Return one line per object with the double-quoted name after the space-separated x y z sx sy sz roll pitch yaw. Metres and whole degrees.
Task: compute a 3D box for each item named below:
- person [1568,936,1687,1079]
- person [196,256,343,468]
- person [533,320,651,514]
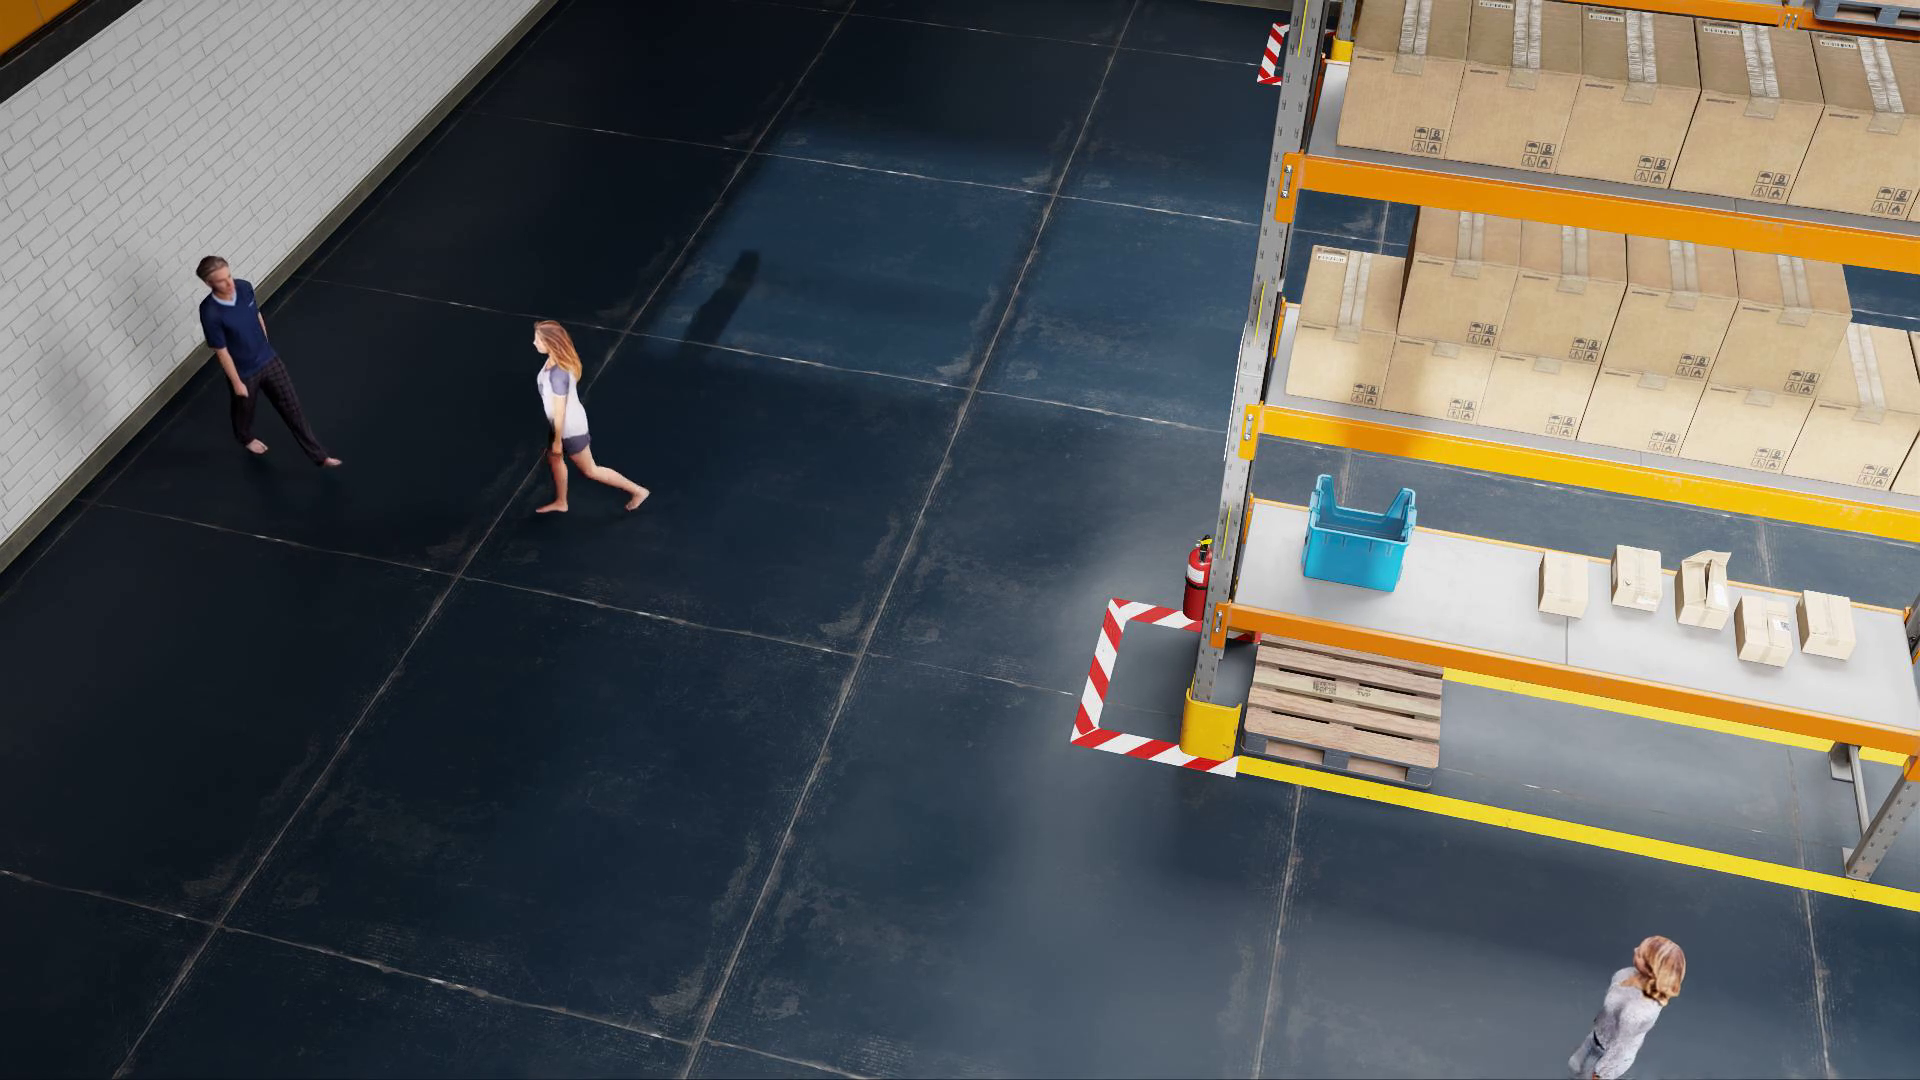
3.273 2.526 8.149 1.068 1.781 0.847 29 51 27 "person"
-5.246 -1.283 12.126 1.273 1.811 0.890 22 48 21 "person"
-2.659 -0.800 11.704 1.153 1.694 0.939 -10 45 -10 "person"
